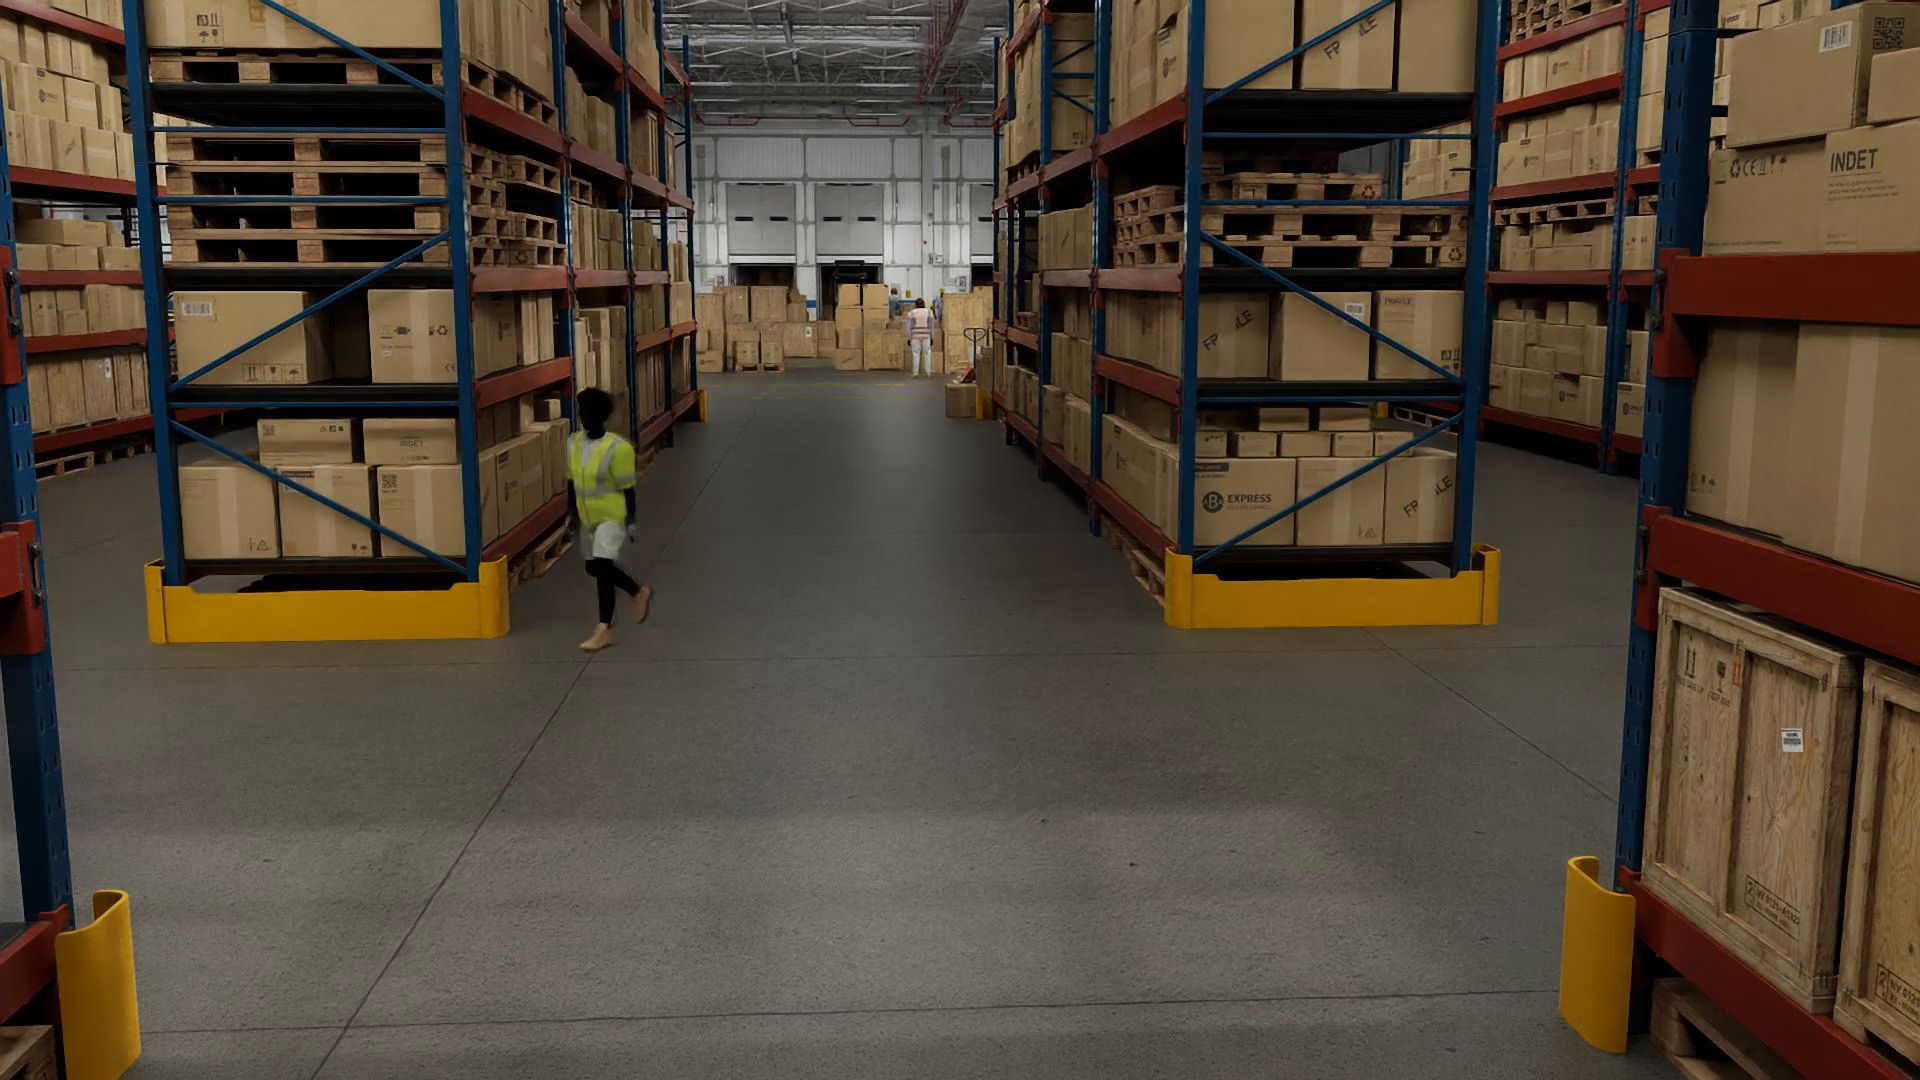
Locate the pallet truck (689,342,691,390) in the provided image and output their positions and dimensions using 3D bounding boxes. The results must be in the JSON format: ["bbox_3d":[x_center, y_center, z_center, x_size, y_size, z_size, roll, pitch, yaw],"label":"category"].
[{"bbox_3d":[-5.225,-3.008,27.480,1.885,1.965,0.823,2,9,14],"label":"pallet truck"}]

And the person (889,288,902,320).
[{"bbox_3d":[-2.309,-7.828,57.983,0.636,1.928,0.387,3,10,19],"label":"person"}]

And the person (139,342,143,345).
[{"bbox_3d":[-23.263,-6.113,47.420,0.527,1.869,0.349,1,9,7],"label":"person"}]

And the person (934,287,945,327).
[{"bbox_3d":[-0.640,-8.305,60.964,0.594,1.924,0.381,-1,9,-6],"label":"person"}]

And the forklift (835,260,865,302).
[{"bbox_3d":[-3.432,-7.334,51.881,1.129,2.768,1.873,-1,9,-4],"label":"forklift"}]

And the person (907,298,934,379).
[{"bbox_3d":[-0.899,-4.588,37.907,0.619,1.839,0.430,-2,9,-10],"label":"person"}]

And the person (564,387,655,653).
[{"bbox_3d":[-2.208,-0.159,10.603,0.543,1.669,0.691,6,11,34],"label":"person"}]
